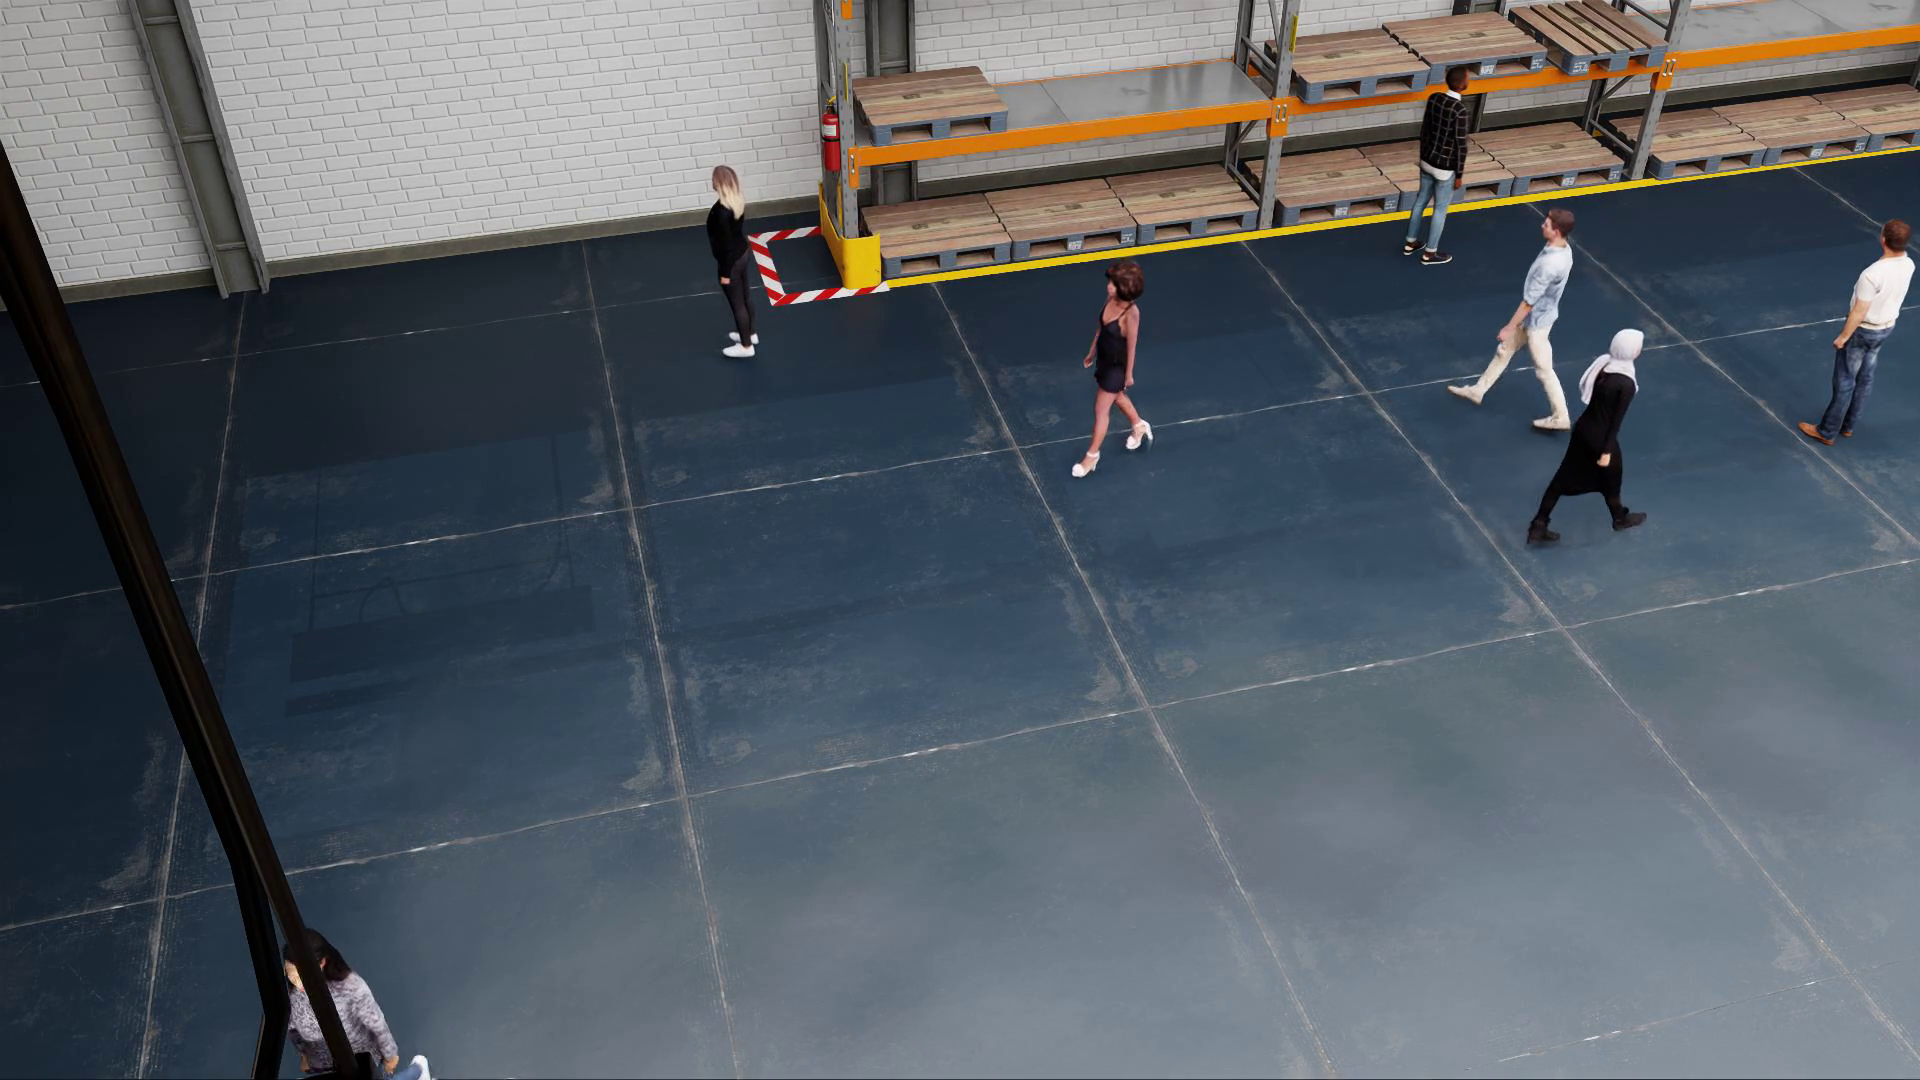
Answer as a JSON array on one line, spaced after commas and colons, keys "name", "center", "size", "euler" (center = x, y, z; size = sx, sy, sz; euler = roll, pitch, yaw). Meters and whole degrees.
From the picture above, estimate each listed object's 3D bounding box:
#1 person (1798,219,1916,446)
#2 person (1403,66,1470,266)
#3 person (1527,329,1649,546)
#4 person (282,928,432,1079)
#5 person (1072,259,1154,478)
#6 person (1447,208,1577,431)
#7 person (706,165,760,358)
[{"name": "person", "center": [6.870, -1.560, 12.583], "size": [0.571, 1.851, 0.754], "euler": [-16, 41, -19]}, {"name": "person", "center": [4.274, -3.352, 14.853], "size": [0.654, 1.820, 0.720], "euler": [-20, 43, -23]}, {"name": "person", "center": [4.322, -0.660, 11.550], "size": [1.115, 1.735, 0.632], "euler": [-8, 39, -10]}, {"name": "person", "center": [-2.853, 2.326, 7.825], "size": [0.878, 1.718, 0.873], "euler": [6, 39, 7]}, {"name": "person", "center": [1.205, -1.310, 12.343], "size": [0.974, 1.761, 0.605], "euler": [-13, 40, -16]}, {"name": "person", "center": [4.492, -1.624, 12.705], "size": [1.279, 1.799, 1.145], "euler": [16, 41, 19]}, {"name": "person", "center": [-1.844, -2.278, 13.616], "size": [0.674, 1.685, 0.690], "euler": [6, 39, 7]}]
